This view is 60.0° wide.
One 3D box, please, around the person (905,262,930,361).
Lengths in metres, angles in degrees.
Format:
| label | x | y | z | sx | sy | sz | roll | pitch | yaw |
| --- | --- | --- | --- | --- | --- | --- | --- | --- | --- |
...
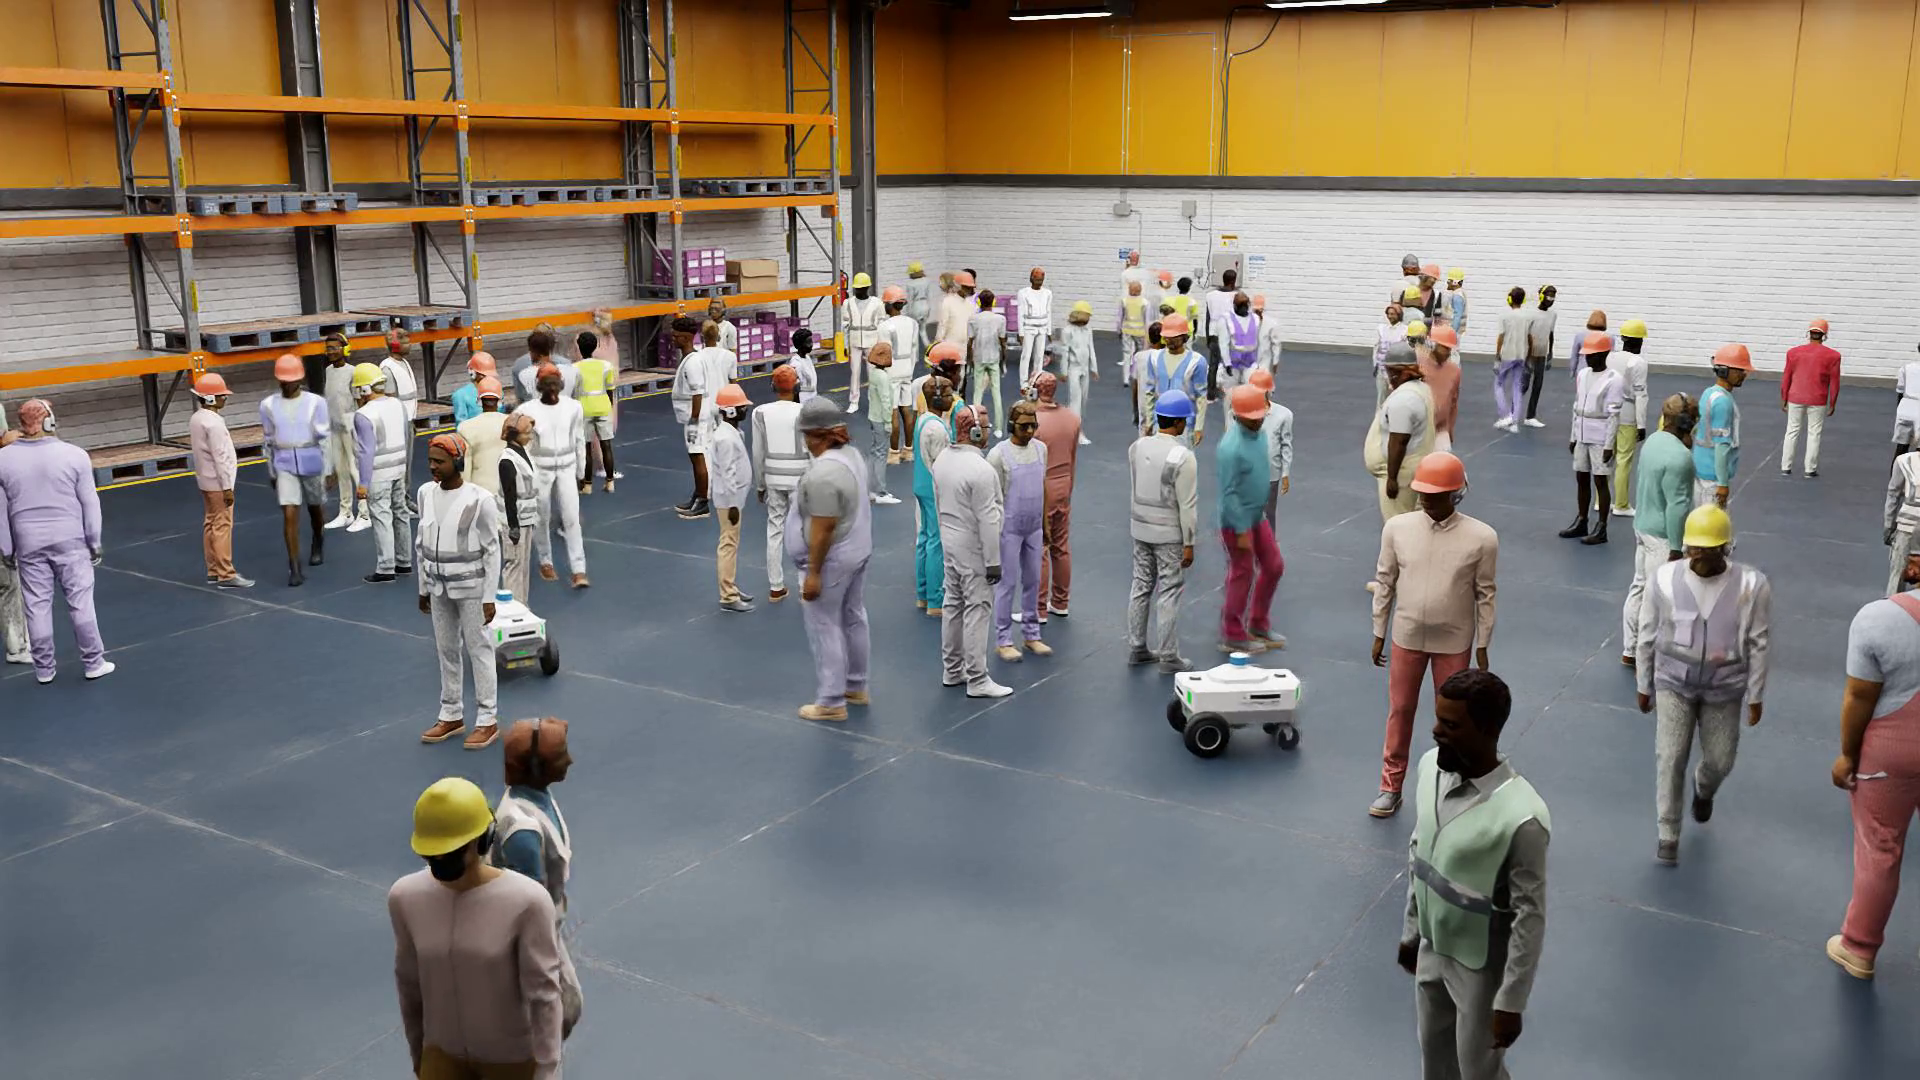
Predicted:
| label | x | y | z | sx | sy | sz | roll | pitch | yaw |
| --- | --- | --- | --- | --- | --- | --- | --- | --- | --- |
| person | -0.737 | -3.894 | 28.445 | 0.544 | 1.701 | 0.376 | -11 | 17 | -41 |

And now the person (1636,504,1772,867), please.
| label | x | y | z | sx | sy | sz | roll | pitch | yaw |
| --- | --- | --- | --- | --- | --- | --- | --- | --- | --- |
| person | 3.684 | 0.693 | 8.296 | 0.607 | 1.814 | 0.598 | 5 | 14 | 22 |

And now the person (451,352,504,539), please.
| label | x | y | z | sx | sy | sz | roll | pitch | yaw |
| --- | --- | --- | --- | --- | --- | --- | --- | --- | --- |
| person | -4.302 | -0.832 | 15.065 | 0.336 | 1.743 | 0.561 | 8 | 15 | 31 |

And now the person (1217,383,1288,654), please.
| label | x | y | z | sx | sy | sz | roll | pitch | yaw |
| --- | --- | --- | --- | --- | --- | --- | --- | --- | --- |
| person | 2.064 | -0.127 | 11.560 | 0.546 | 1.957 | 0.687 | 8 | 15 | 31 |

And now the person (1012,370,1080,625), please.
| label | x | y | z | sx | sy | sz | roll | pitch | yaw |
| --- | --- | --- | --- | --- | --- | --- | --- | --- | --- |
| person | 0.607 | -0.320 | 12.486 | 0.404 | 1.911 | 0.636 | 12 | 17 | 41 |

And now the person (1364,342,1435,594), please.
| label | x | y | z | sx | sy | sz | roll | pitch | yaw |
| --- | --- | --- | --- | --- | --- | --- | --- | --- | --- |
| person | 3.520 | -0.592 | 13.374 | 0.535 | 2.000 | 0.695 | 8 | 15 | 31 |

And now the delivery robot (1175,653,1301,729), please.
| label | x | y | z | sx | sy | sz | roll | pitch | yaw |
| --- | --- | --- | --- | --- | --- | --- | --- | --- | --- |
| delivery robot | 1.651 | 0.913 | 9.895 | 0.707 | 0.478 | 0.477 | -1 | 13 | -6 |

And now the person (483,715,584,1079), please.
| label | x | y | z | sx | sy | sz | roll | pitch | yaw |
| --- | --- | --- | --- | --- | --- | --- | --- | --- | --- |
| person | -1.506 | 1.385 | 5.748 | 0.413 | 1.610 | 0.524 | -1 | 13 | -6 |

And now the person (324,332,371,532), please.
| label | x | y | z | sx | sy | sz | roll | pitch | yaw |
| --- | --- | --- | --- | --- | --- | --- | --- | --- | --- |
| person | -5.769 | -1.011 | 15.564 | 0.521 | 1.872 | 0.328 | 8 | 15 | 32 |

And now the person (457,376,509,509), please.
| label | x | y | z | sx | sy | sz | roll | pitch | yaw |
| --- | --- | --- | --- | --- | --- | --- | --- | --- | --- |
| person | -3.726 | -0.437 | 13.328 | 0.564 | 1.751 | 0.342 | -6 | 14 | -23 |

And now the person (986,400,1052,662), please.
| label | x | y | z | sx | sy | sz | roll | pitch | yaw |
| --- | --- | --- | --- | --- | --- | --- | --- | --- | --- |
| person | 0.415 | -0.065 | 11.549 | 0.516 | 1.835 | 0.355 | -10 | 16 | -37 |

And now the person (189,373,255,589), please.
| label | x | y | z | sx | sy | sz | roll | pitch | yaw |
| --- | --- | --- | --- | --- | --- | --- | --- | --- | --- |
| person | -6.027 | -0.483 | 13.529 | 0.330 | 1.750 | 0.572 | -11 | 17 | -39 |

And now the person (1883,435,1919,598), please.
| label | x | y | z | sx | sy | sz | roll | pitch | yaw |
| --- | --- | --- | --- | --- | --- | --- | --- | --- | --- |
| person | 6.923 | -0.060 | 11.946 | 0.525 | 1.639 | 0.307 | 6 | 14 | 23 |

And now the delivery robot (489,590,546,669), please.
| label | x | y | z | sx | sy | sz | roll | pitch | yaw |
| --- | --- | --- | --- | --- | --- | --- | --- | --- | --- |
| delivery robot | -3.084 | 0.586 | 11.316 | 0.477 | 0.478 | 0.707 | -8 | 15 | -31 |

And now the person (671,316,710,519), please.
| label | x | y | z | sx | sy | sz | roll | pitch | yaw |
| --- | --- | --- | --- | --- | --- | --- | --- | --- | --- |
| person | -2.605 | -1.190 | 16.129 | 0.372 | 1.966 | 0.603 | -3 | 13 | -11 |

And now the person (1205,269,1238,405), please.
| label | x | y | z | sx | sy | sz | roll | pitch | yaw |
| --- | --- | --- | --- | --- | --- | --- | --- | --- | --- |
| person | 3.739 | -2.865 | 23.541 | 0.596 | 1.907 | 0.396 | 8 | 15 | 32 |

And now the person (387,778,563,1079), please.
| label | x | y | z | sx | sy | sz | roll | pitch | yaw |
| --- | --- | --- | --- | --- | --- | --- | --- | --- | --- |
| person | -1.419 | 1.530 | 4.850 | 0.542 | 1.721 | 0.885 | 1 | 13 | 5 |

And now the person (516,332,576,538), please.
| label | x | y | z | sx | sy | sz | roll | pitch | yaw |
| --- | --- | --- | --- | --- | --- | --- | --- | --- | --- |
| person | -3.848 | -0.982 | 15.404 | 0.613 | 1.882 | 0.867 | -10 | 16 | -37 |

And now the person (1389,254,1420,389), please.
| label | x | y | z | sx | sy | sz | roll | pitch | yaw |
| --- | --- | --- | --- | --- | --- | --- | --- | --- | --- |
| person | 6.701 | -3.280 | 25.033 | 0.679 | 2.000 | 0.537 | -7 | 14 | -26 |

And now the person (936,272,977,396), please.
| label | x | y | z | sx | sy | sz | roll | pitch | yaw |
| --- | --- | --- | --- | --- | --- | --- | --- | --- | --- |
| person | 0.011 | -2.573 | 22.123 | 0.655 | 1.962 | 0.637 | 11 | 17 | 41 |

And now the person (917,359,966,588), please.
| label | x | y | z | sx | sy | sz | roll | pitch | yaw |
| --- | --- | --- | --- | --- | --- | --- | --- | --- | --- |
| person | -0.136 | -0.568 | 13.541 | 0.377 | 1.915 | 0.600 | -9 | 16 | -35 |

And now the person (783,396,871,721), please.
| label | x | y | z | sx | sy | sz | roll | pitch | yaw |
| --- | --- | --- | --- | --- | --- | --- | --- | --- | --- |
| person | -0.834 | 0.098 | 10.383 | 0.536 | 2.000 | 0.685 | 4 | 13 | 15 |

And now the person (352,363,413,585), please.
| label | x | y | z | sx | sy | sz | roll | pitch | yaw |
| --- | --- | --- | --- | --- | --- | --- | --- | --- | --- |
| person | -4.753 | -0.544 | 13.636 | 0.403 | 1.827 | 0.586 | 4 | 14 | 16 |

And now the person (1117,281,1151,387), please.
| label | x | y | z | sx | sy | sz | roll | pitch | yaw |
| --- | --- | --- | --- | --- | --- | --- | --- | --- | --- |
| person | 2.654 | -3.155 | 25.449 | 0.524 | 1.605 | 0.771 | 3 | 13 | 14 |

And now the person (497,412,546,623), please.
| label | x | y | z | sx | sy | sz | roll | pitch | yaw |
| --- | --- | --- | --- | --- | --- | --- | --- | --- | --- |
| person | -3.243 | -0.128 | 12.237 | 0.310 | 1.639 | 0.523 | -1 | 13 | -2 |

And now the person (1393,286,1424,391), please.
| label | x | y | z | sx | sy | sz | roll | pitch | yaw |
| --- | --- | --- | --- | --- | --- | --- | --- | --- | --- |
| person | 6.125 | -2.581 | 22.650 | 0.290 | 1.746 | 0.487 | -9 | 16 | -34 |

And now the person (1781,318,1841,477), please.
| label | x | y | z | sx | sy | sz | roll | pitch | yaw |
| --- | --- | --- | --- | --- | --- | --- | --- | --- | --- |
| person | 9.305 | -1.554 | 18.211 | 0.573 | 1.739 | 0.355 | 9 | 16 | 33 |

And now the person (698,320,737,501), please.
| label | x | y | z | sx | sy | sz | roll | pitch | yaw |
| --- | --- | --- | --- | --- | --- | --- | --- | --- | --- |
| person | -2.506 | -1.310 | 16.923 | 0.508 | 1.844 | 0.342 | -4 | 14 | -18 |

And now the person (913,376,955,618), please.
| label | x | y | z | sx | sy | sz | roll | pitch | yaw |
| --- | --- | --- | --- | --- | --- | --- | --- | --- | --- |
| person | -0.178 | -0.328 | 12.660 | 0.343 | 1.846 | 0.507 | -4 | 14 | -17 |

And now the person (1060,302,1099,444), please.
| label | x | y | z | sx | sy | sz | roll | pitch | yaw |
| --- | --- | --- | --- | --- | --- | --- | --- | --- | --- |
| person | 1.478 | -2.059 | 20.504 | 0.568 | 1.690 | 0.620 | -12 | 18 | -42 |

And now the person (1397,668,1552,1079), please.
| label | x | y | z | sx | sy | sz | roll | pitch | yaw |
| --- | --- | --- | --- | --- | --- | --- | --- | --- | --- |
| person | 1.623 | 1.328 | 5.313 | 0.399 | 1.920 | 0.590 | -4 | 14 | -17 |

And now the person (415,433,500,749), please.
| label | x | y | z | sx | sy | sz | roll | pitch | yaw |
| --- | --- | --- | --- | --- | --- | --- | --- | --- | --- |
| person | -2.979 | 0.301 | 9.848 | 0.572 | 1.883 | 0.356 | 6 | 14 | 23 |

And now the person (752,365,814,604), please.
| label | x | y | z | sx | sy | sz | roll | pitch | yaw |
| --- | --- | --- | --- | --- | --- | --- | --- | --- | --- |
| person | -1.336 | -0.432 | 13.024 | 0.574 | 1.885 | 0.355 | 4 | 14 | 17 |

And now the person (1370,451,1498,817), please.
| label | x | y | z | sx | sy | sz | roll | pitch | yaw |
| --- | --- | --- | --- | --- | --- | --- | --- | --- | --- |
| person | 2.457 | 0.514 | 8.681 | 0.623 | 1.990 | 0.390 | 6 | 14 | 24 |

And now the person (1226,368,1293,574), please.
| label | x | y | z | sx | sy | sz | roll | pitch | yaw |
| --- | --- | --- | --- | --- | --- | --- | --- | --- | --- |
| person | 2.490 | -0.569 | 13.921 | 0.566 | 1.743 | 0.335 | 2 | 13 | 8 |

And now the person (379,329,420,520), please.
| label | x | y | z | sx | sy | sz | roll | pitch | yaw |
| --- | --- | --- | --- | --- | --- | --- | --- | --- | --- |
| person | -5.425 | -1.123 | 16.108 | 0.386 | 1.843 | 0.568 | -1 | 13 | -4 |

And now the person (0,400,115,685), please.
| label | x | y | z | sx | sy | sz | roll | pitch | yaw |
| --- | --- | --- | --- | --- | --- | --- | --- | --- | --- |
| person | -6.030 | 0.016 | 11.048 | 0.643 | 1.901 | 0.400 | -3 | 13 | -13 |

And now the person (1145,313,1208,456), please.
| label | x | y | z | sx | sy | sz | roll | pitch | yaw |
| --- | --- | --- | --- | --- | --- | --- | --- | --- | --- |
| person | 2.008 | -1.110 | 15.625 | 0.609 | 2.040 | 0.405 | 8 | 15 | 30 |

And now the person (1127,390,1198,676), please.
| label | x | y | z | sx | sy | sz | roll | pitch | yaw |
| --- | --- | --- | --- | --- | --- | --- | --- | --- | --- |
| person | 1.380 | -0.048 | 11.244 | 0.414 | 1.941 | 0.606 | -10 | 16 | -36 |
